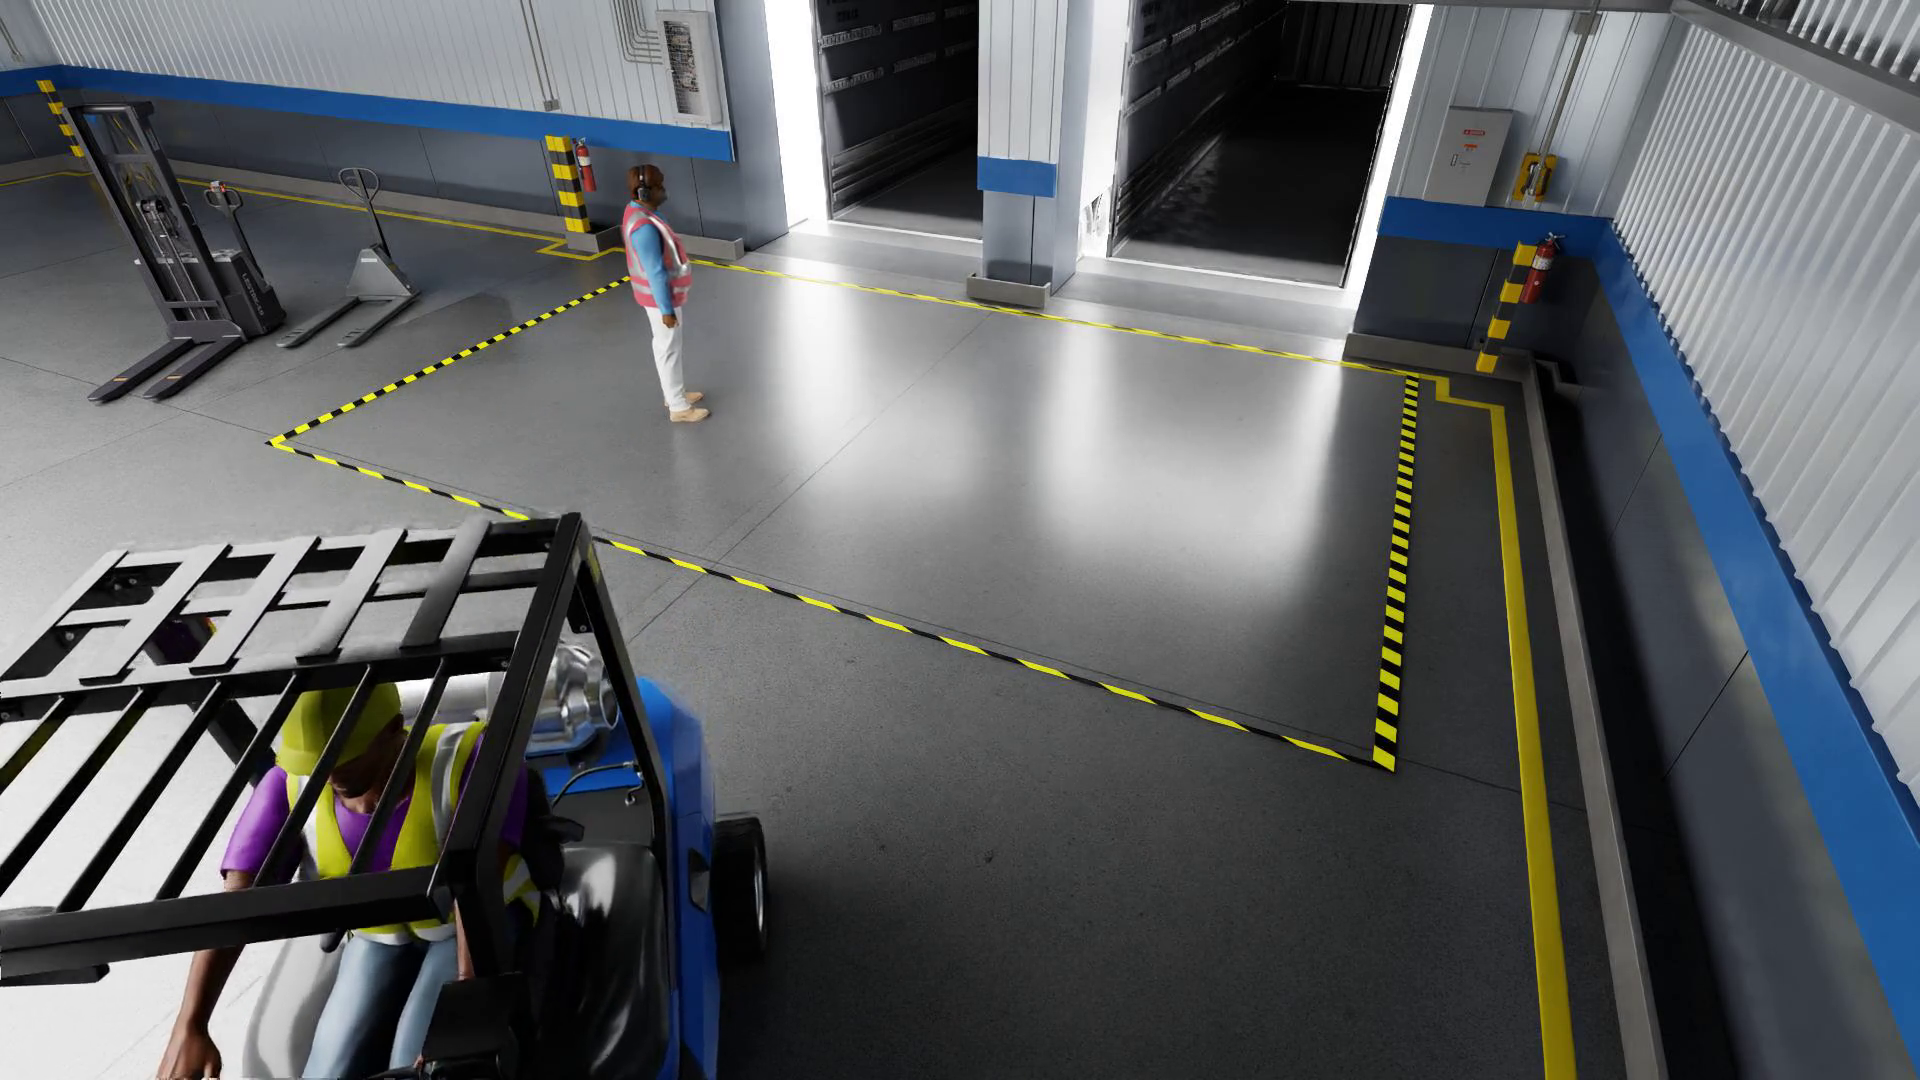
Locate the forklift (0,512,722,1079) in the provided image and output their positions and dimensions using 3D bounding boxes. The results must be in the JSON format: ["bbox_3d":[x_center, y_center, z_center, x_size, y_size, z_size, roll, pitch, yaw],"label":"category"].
[{"bbox_3d":[-1.273,1.108,2.125,1.157,2.036,2.680,-5,35,-7],"label":"forklift"}]

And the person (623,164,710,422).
[{"bbox_3d":[-2.150,-1.770,6.688,0.429,1.839,0.627,-11,36,-16],"label":"person"}]

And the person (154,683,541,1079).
[{"bbox_3d":[-1.271,0.989,1.969,0.635,1.294,1.004,-5,35,-7],"label":"person"}]

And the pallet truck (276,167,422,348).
[{"bbox_3d":[-5.732,-2.611,8.414,0.680,1.201,1.601,-1,35,-1],"label":"pallet truck"}]

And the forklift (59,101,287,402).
[{"bbox_3d":[-6.686,-2.387,7.434,0.823,1.965,1.885,-3,35,-5],"label":"forklift"}]
